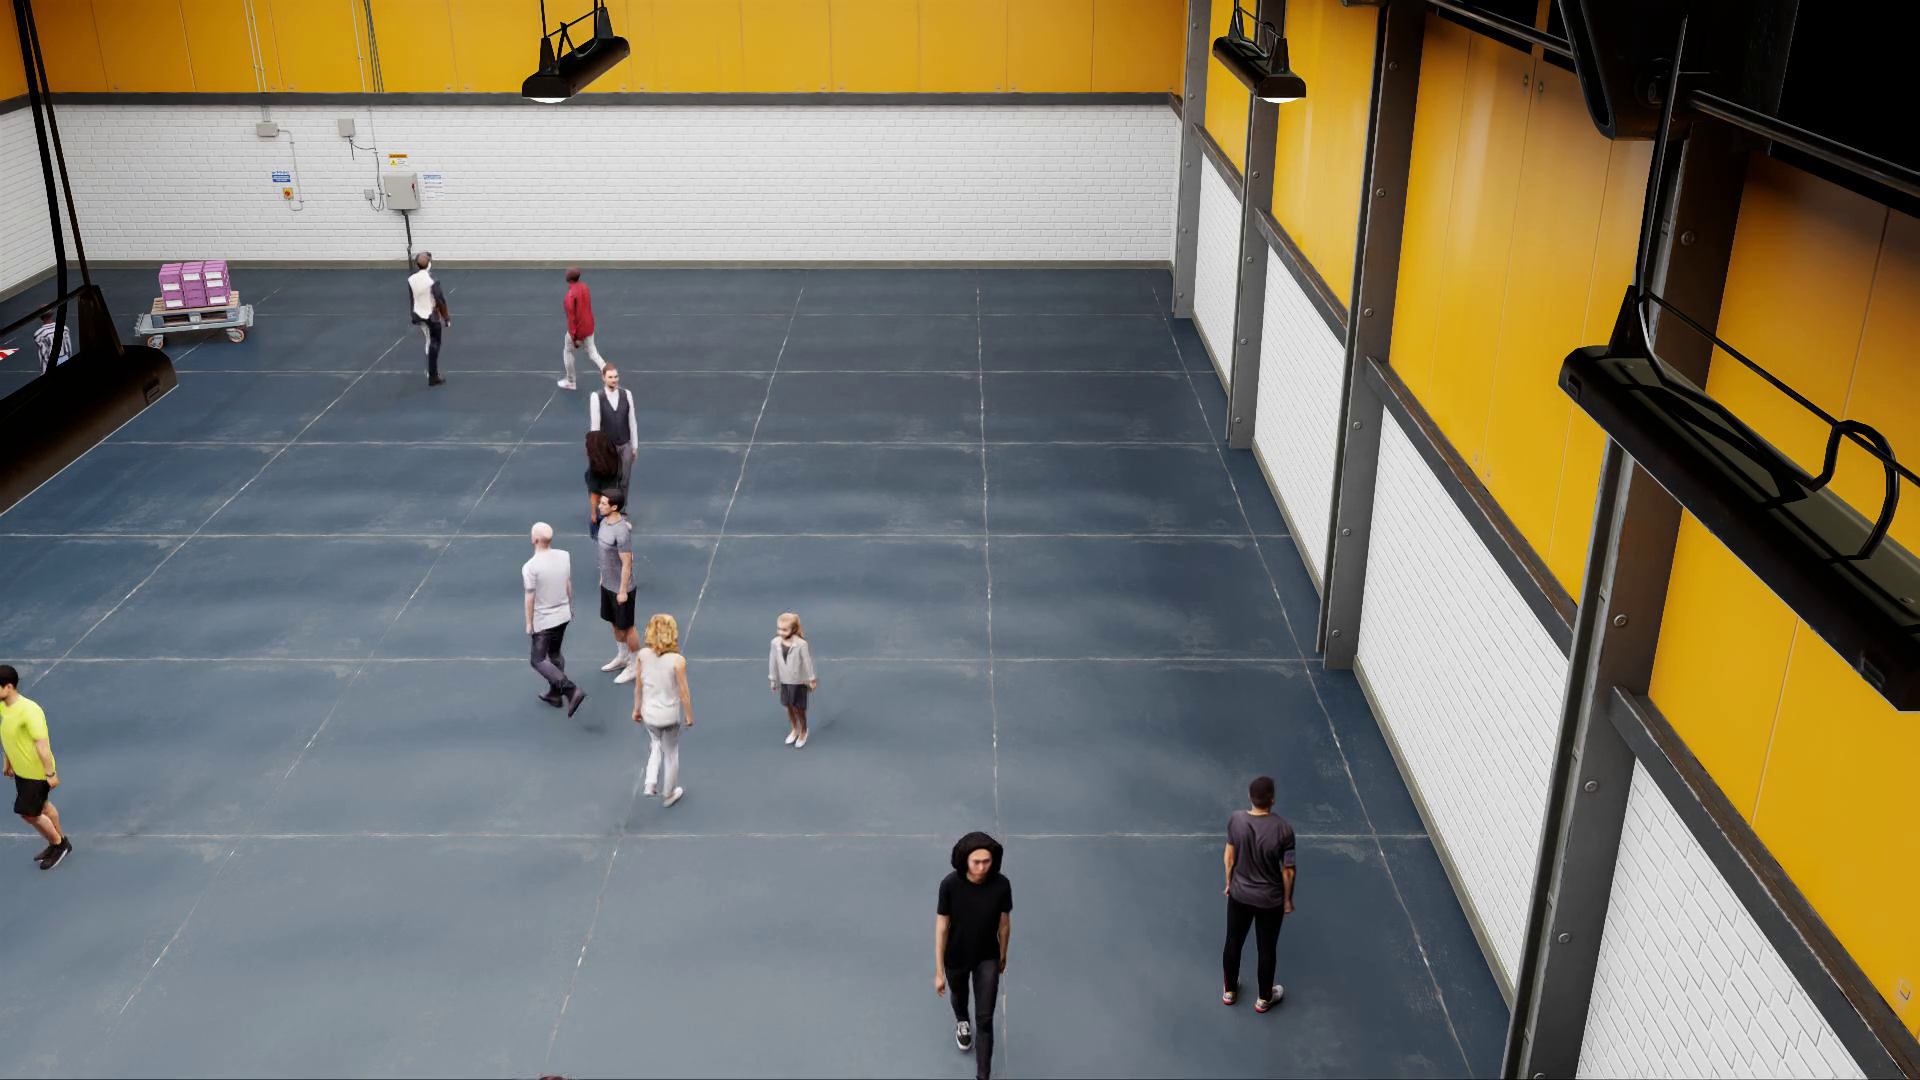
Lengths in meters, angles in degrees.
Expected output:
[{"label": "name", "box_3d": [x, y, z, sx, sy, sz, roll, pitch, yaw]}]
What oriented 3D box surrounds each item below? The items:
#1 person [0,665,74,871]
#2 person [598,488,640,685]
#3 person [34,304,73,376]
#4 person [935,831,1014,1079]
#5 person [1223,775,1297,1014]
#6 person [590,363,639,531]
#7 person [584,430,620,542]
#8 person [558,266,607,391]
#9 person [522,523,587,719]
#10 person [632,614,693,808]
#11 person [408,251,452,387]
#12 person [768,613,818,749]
[{"label": "person", "box_3d": [-6.986, 1.682, 12.642, 0.765, 1.694, 0.799, 15, 28, 31]}, {"label": "person", "box_3d": [-3.149, 0.397, 15.362, 0.797, 1.871, 0.689, -15, 28, -31]}, {"label": "person", "box_3d": [-11.519, -2.152, 21.288, 0.754, 1.796, 0.617, 11, 26, 23]}, {"label": "person", "box_3d": [0.059, 2.571, 10.488, 0.623, 1.792, 1.120, 0, 24, -1]}, {"label": "person", "box_3d": [1.963, 2.344, 11.041, 0.713, 1.764, 0.703, 11, 26, 24]}, {"label": "person", "box_3d": [-3.901, -1.085, 18.687, 0.889, 1.923, 0.988, -13, 27, -27]}, {"label": "person", "box_3d": [-3.667, -0.358, 17.429, 0.784, 1.598, 0.728, 10, 25, 21]}, {"label": "person", "box_3d": [-5.167, -2.896, 22.983, 1.115, 1.800, 1.239, 13, 27, 27]}, {"label": "person", "box_3d": [-3.575, 0.730, 14.673, 1.039, 1.813, 1.037, 15, 28, 31]}, {"label": "person", "box_3d": [-2.436, 1.407, 13.323, 0.747, 1.653, 0.793, 9, 25, 20]}, {"label": "person", "box_3d": [-7.503, -3.074, 23.294, 0.818, 1.877, 0.813, 10, 25, 21]}, {"label": "person", "box_3d": [-1.412, 1.175, 14.344, 0.625, 1.261, 0.651, 9, 25, 20]}]
